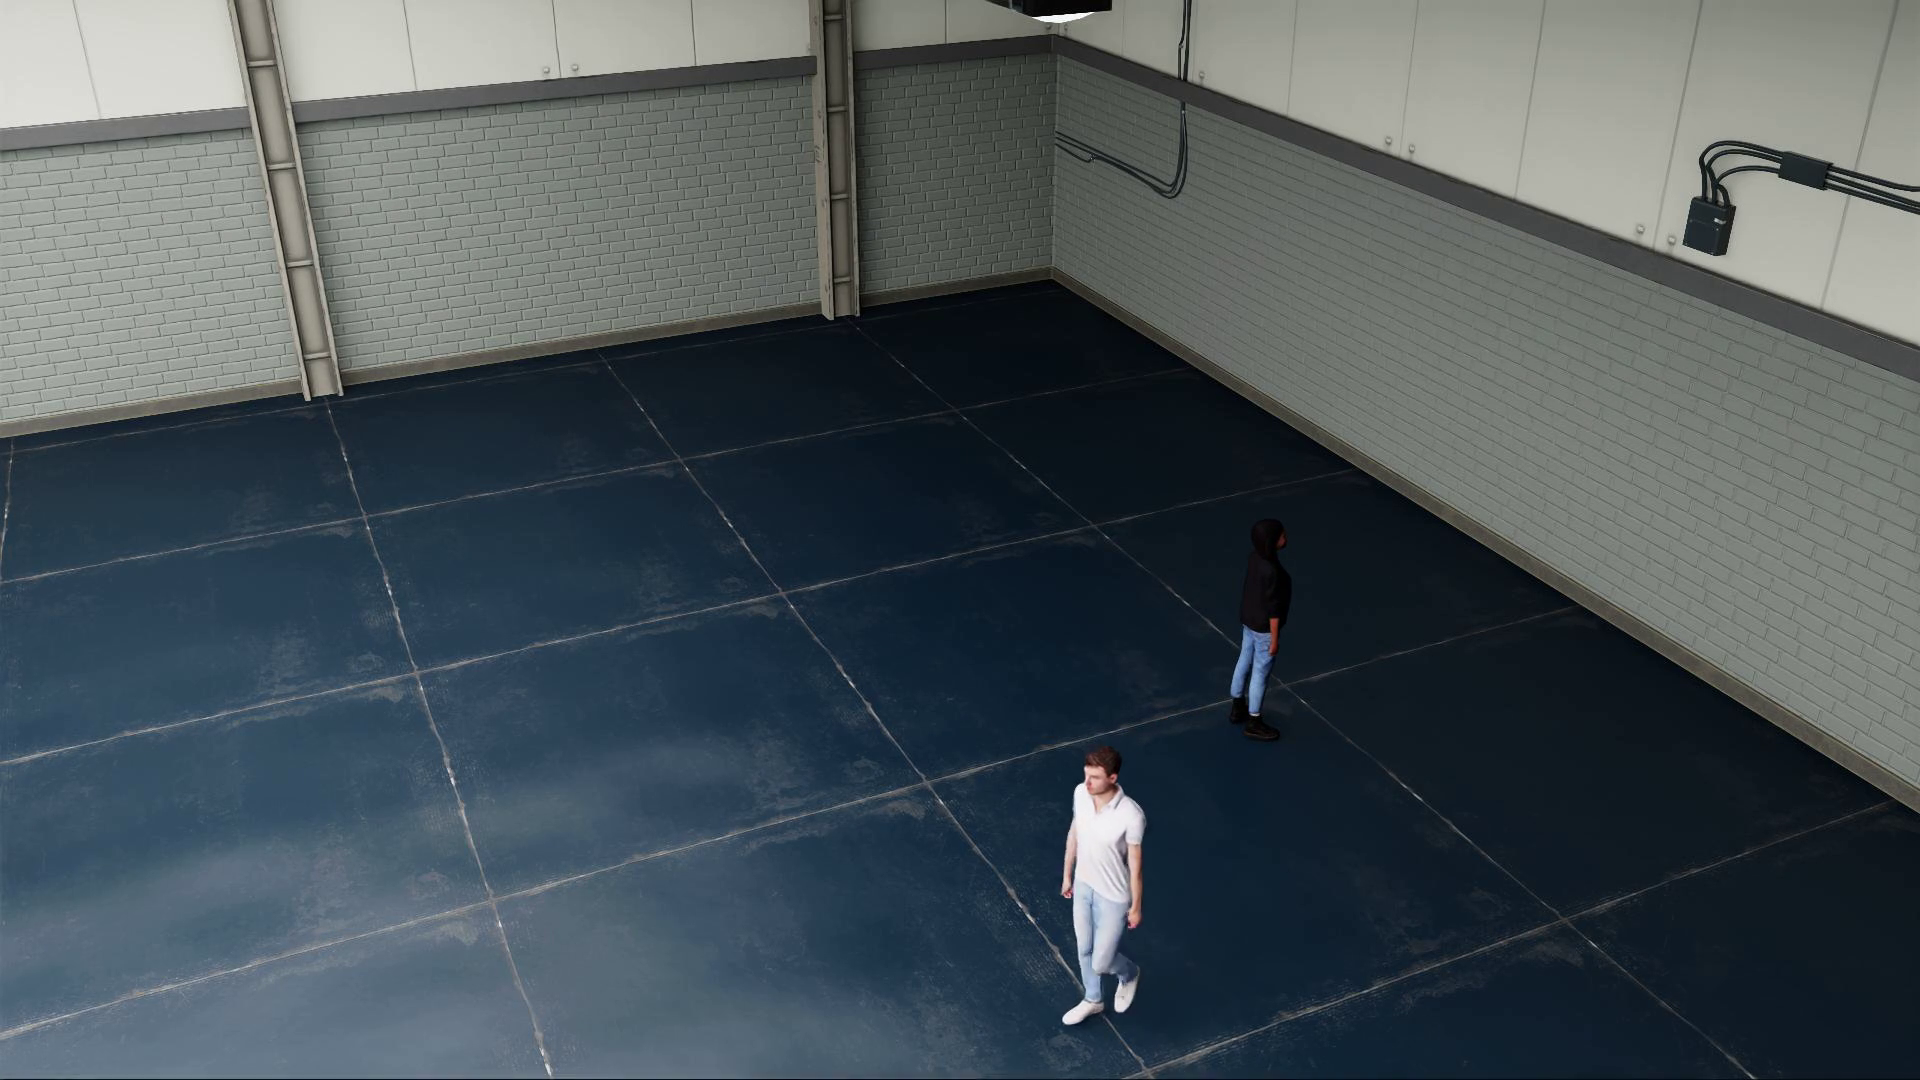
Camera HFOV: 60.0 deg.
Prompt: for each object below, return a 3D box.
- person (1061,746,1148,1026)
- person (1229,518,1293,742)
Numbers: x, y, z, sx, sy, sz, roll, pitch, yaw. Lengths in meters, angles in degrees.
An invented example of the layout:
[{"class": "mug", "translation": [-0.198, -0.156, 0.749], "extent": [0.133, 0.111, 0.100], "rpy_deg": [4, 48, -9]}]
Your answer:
[{"class": "person", "translation": [0.850, 1.902, 9.199], "extent": [0.827, 1.836, 0.780], "rpy_deg": [-23, 35, -37]}, {"class": "person", "translation": [2.137, 0.617, 11.843], "extent": [0.568, 1.701, 0.598], "rpy_deg": [-8, 28, -16]}]
